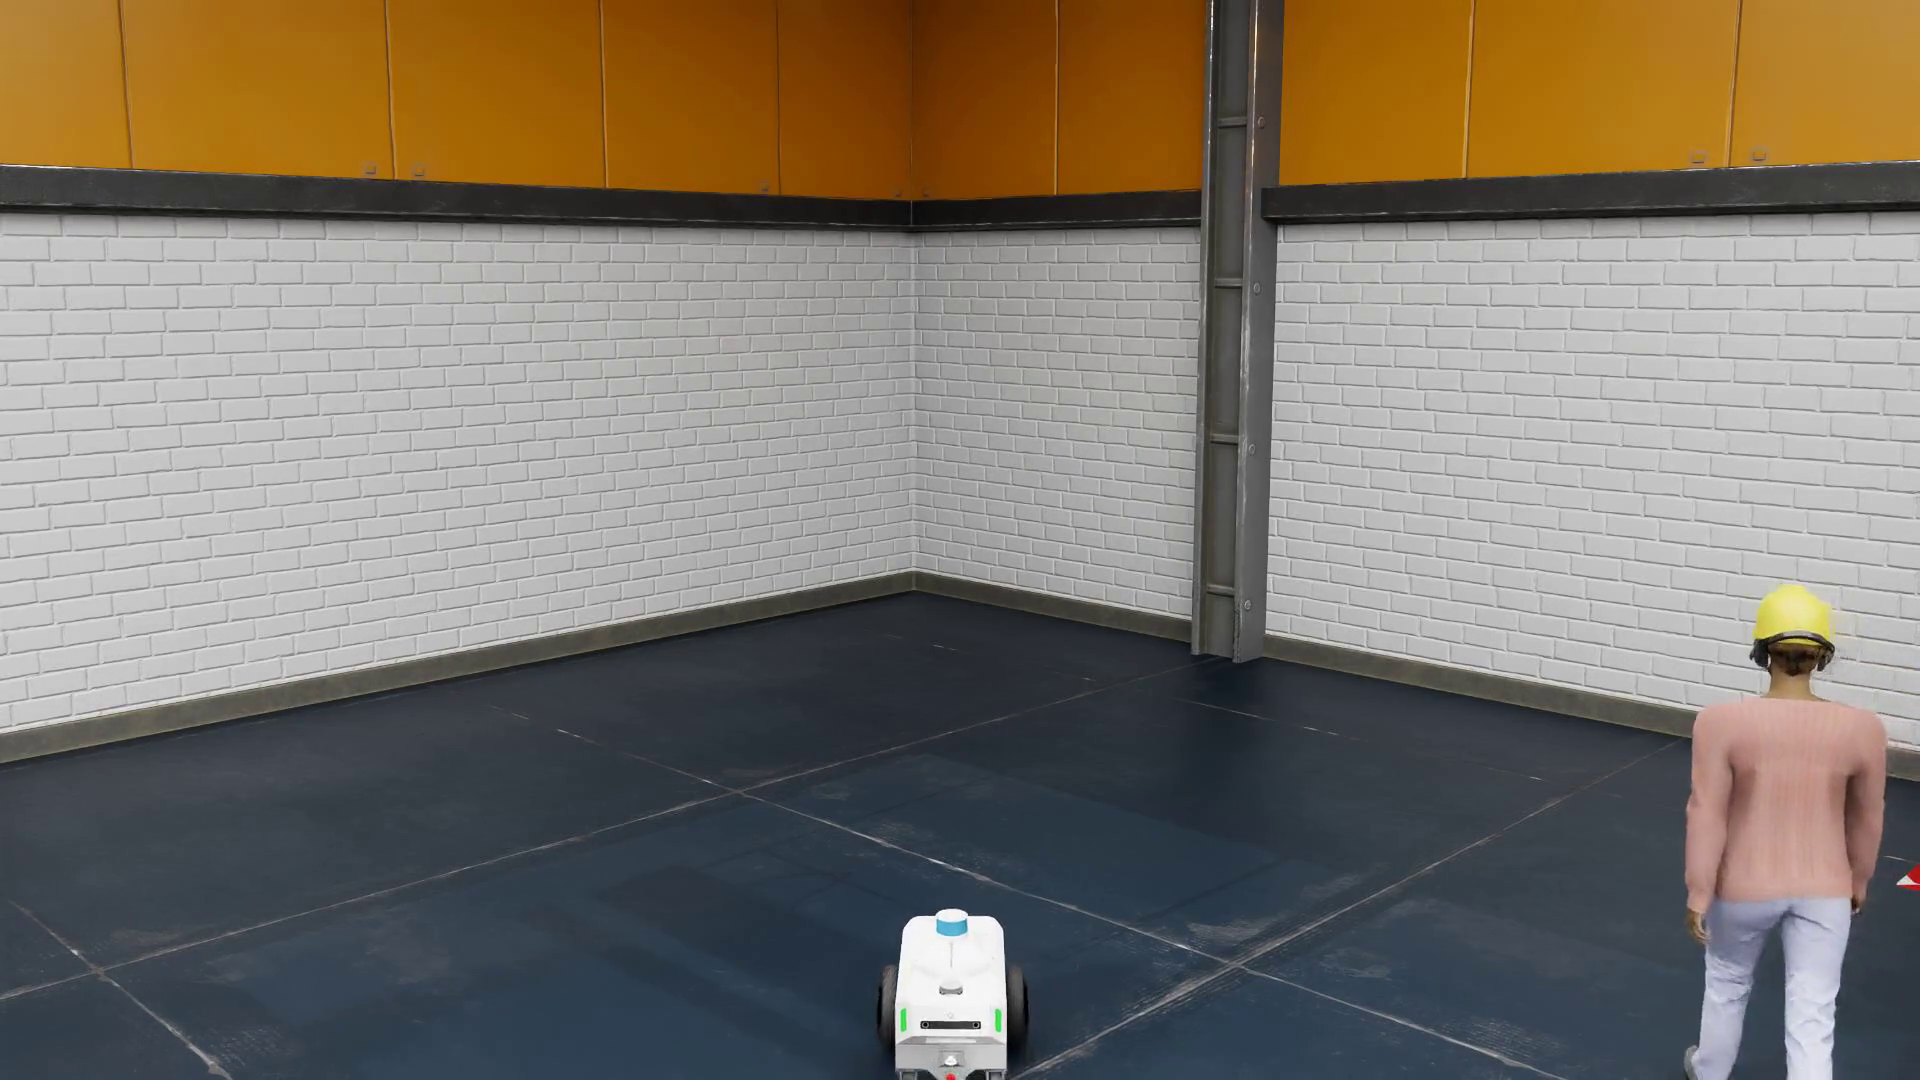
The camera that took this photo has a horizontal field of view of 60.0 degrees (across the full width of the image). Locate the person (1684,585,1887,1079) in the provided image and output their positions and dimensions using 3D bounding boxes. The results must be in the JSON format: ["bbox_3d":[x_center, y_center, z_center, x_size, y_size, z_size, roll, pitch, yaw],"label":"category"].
[{"bbox_3d":[2.354,0.986,4.777,0.541,1.713,0.930,2,10,15],"label":"person"}]

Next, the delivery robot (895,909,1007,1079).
[{"bbox_3d":[-0.025,1.426,5.312,0.477,0.478,0.707,0,9,0],"label":"delivery robot"}]
